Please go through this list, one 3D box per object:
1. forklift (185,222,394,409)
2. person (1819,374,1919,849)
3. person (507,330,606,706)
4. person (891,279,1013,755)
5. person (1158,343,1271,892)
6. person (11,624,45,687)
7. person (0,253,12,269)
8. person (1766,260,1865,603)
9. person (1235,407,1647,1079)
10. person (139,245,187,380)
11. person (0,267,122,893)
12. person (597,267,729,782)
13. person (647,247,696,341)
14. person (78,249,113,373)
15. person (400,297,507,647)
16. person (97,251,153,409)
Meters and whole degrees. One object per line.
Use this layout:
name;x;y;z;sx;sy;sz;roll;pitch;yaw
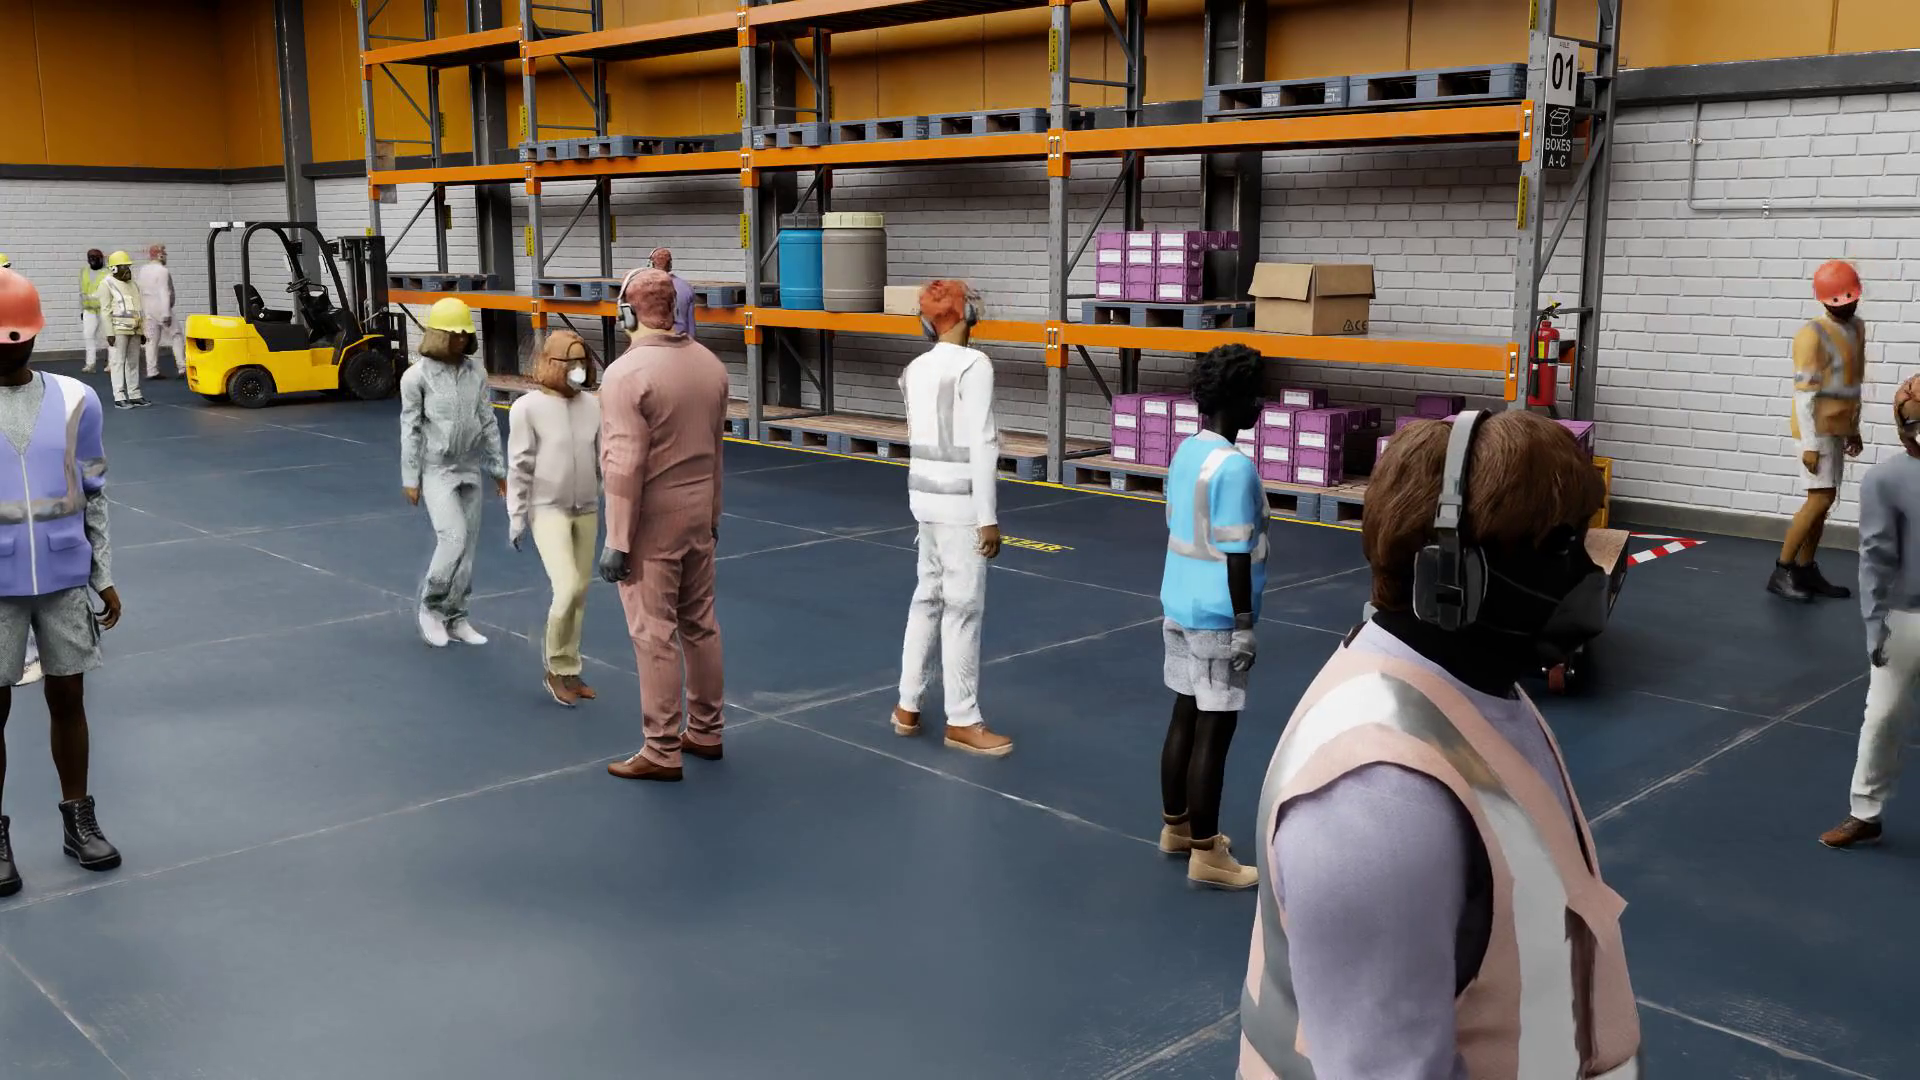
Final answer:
forklift;-8.169;-2.758;20.163;2.313;2.155;1.214;-10;14;-44
person;3.175;0.264;5.319;0.609;1.597;0.320;1;10;5
person;-1.660;-0.087;7.149;0.454;1.614;0.530;9;14;40
person;-0.031;-0.090;6.570;0.344;1.854;0.671;-6;12;-28
person;0.800;0.234;5.202;0.317;1.696;0.540;-2;11;-11
person;-4.300;-0.228;7.634;0.537;1.738;0.670;1;10;6
person;-11.361;-2.506;19.809;0.403;1.826;0.595;-2;11;-9
person;4.774;-0.592;9.219;0.590;1.889;0.386;-9;14;-41
person;0.538;0.768;1.901;0.430;1.845;0.624;4;11;21
person;-11.125;-3.195;23.387;0.680;1.876;0.813;7;13;35
person;-2.898;0.127;5.168;0.548;1.924;0.389;-9;14;-42
person;-1.134;-0.056;6.222;0.402;1.904;0.652;5;12;27
person;-2.757;-1.748;15.436;0.636;1.911;0.406;-8;13;-39
person;-12.676;-3.351;24.427;0.660;1.811;0.798;0;10;0
person;-2.468;-0.318;8.137;0.381;1.722;0.483;6;12;30
person;-9.802;-2.465;19.543;0.403;1.837;0.586;2;11;13
